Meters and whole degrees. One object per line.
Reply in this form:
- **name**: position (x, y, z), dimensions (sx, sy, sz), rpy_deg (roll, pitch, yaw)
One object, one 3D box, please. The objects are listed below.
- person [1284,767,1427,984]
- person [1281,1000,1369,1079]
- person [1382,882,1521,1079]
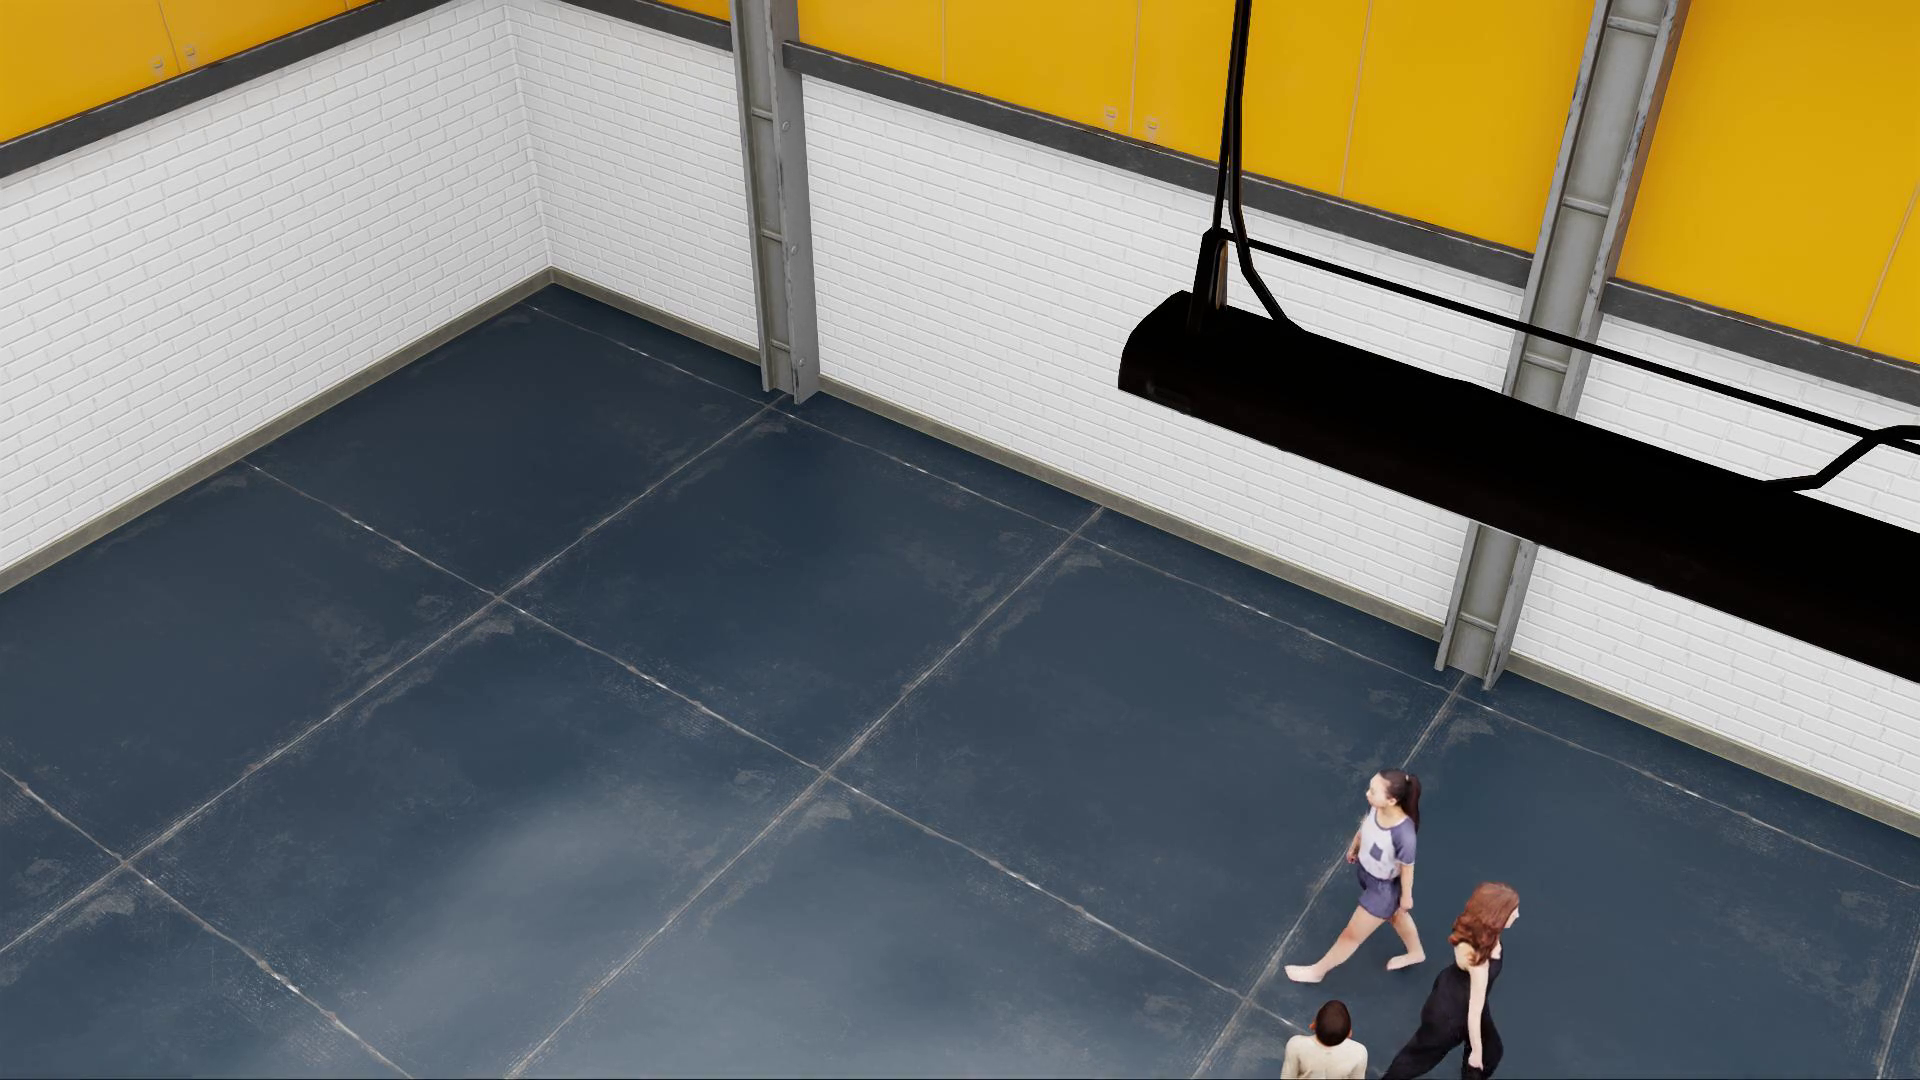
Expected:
- **person**: position (2.345, 1.827, 8.904), dimensions (1.120, 1.601, 1.008), rpy_deg (-3, 39, -4)
- **person**: position (1.703, 2.680, 7.945), dimensions (0.589, 1.465, 0.685), rpy_deg (3, 39, 4)
- **person**: position (2.360, 2.279, 8.246), dimensions (0.984, 1.714, 0.793), rpy_deg (12, 40, 15)
